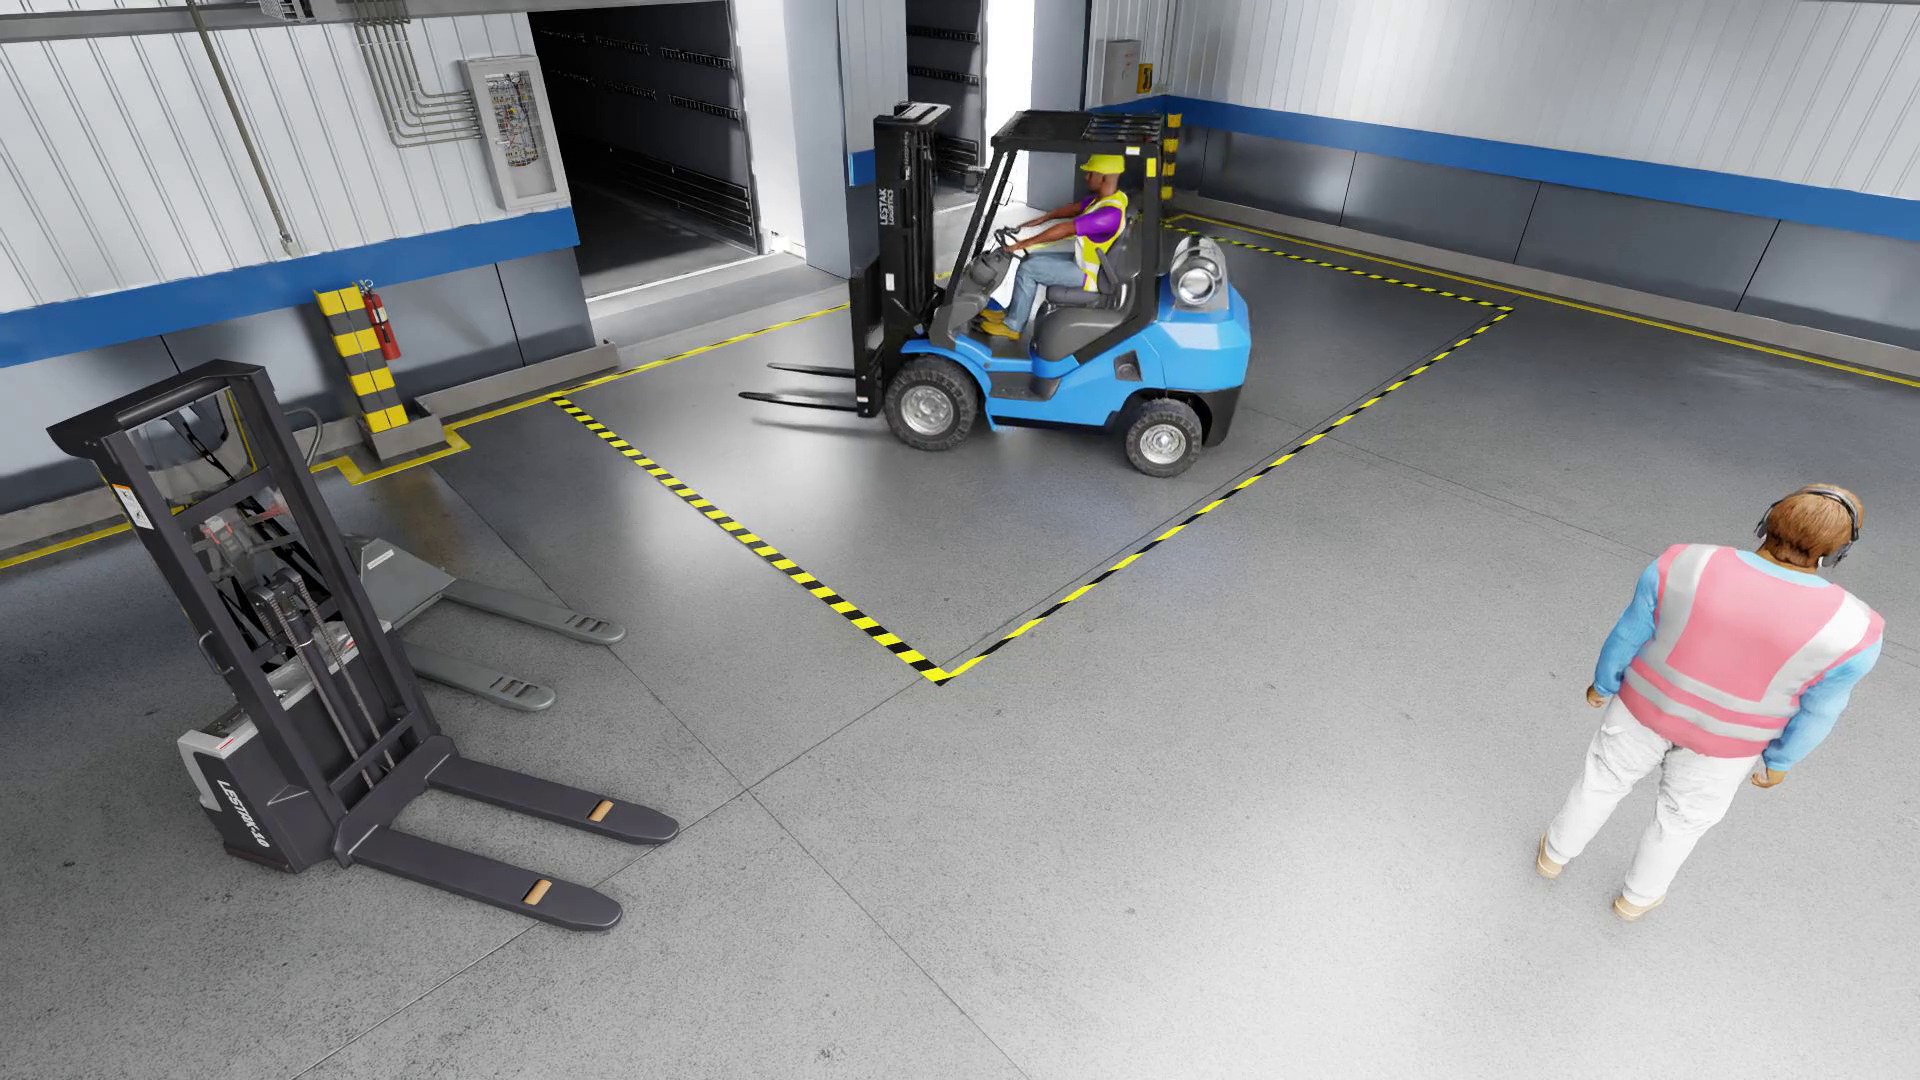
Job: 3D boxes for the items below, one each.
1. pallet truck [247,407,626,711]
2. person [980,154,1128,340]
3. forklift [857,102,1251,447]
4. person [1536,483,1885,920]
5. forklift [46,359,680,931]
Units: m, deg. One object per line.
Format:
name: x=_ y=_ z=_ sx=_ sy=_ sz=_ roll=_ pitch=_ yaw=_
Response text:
pallet truck: x=-2.628 y=0.038 z=4.590 sx=1.601 sy=1.201 sz=0.680 roll=12 pitch=36 yaw=18
person: x=0.621 y=-2.024 z=6.301 sx=1.004 sy=1.294 sz=0.635 roll=7 pitch=35 yaw=10
forklift: x=0.678 y=-1.858 z=6.390 sx=2.680 sy=2.036 sz=1.157 roll=7 pitch=35 yaw=10
person: x=2.561 y=0.612 z=3.210 sx=0.429 sy=1.841 sz=0.634 roll=-29 pitch=43 yaw=-35
forklift: x=-2.135 y=0.422 z=3.354 sx=1.885 sy=1.965 sz=0.823 roll=10 pitch=35 yaw=14
